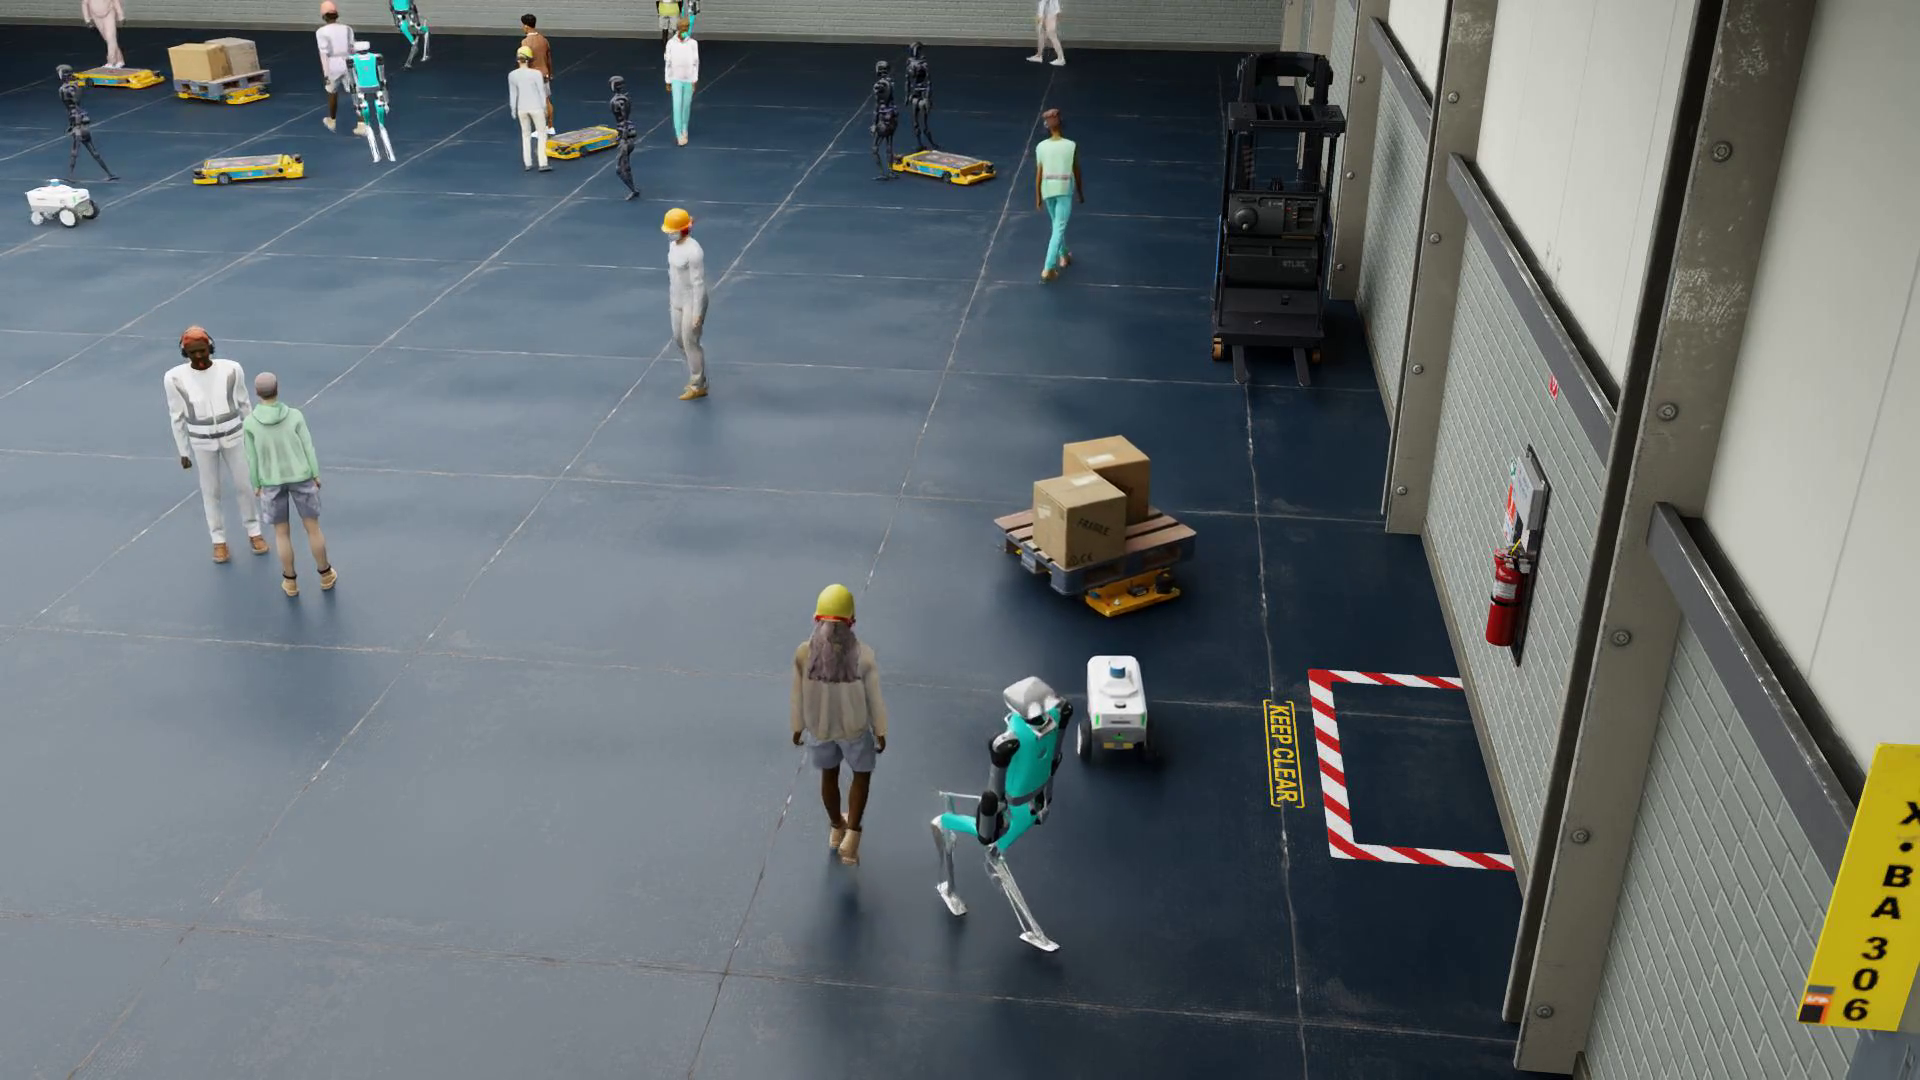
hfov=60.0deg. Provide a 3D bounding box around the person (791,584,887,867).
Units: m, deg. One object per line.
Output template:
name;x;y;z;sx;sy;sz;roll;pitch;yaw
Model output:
person;-0.687;1.064;9.366;0.548;1.748;0.585;2;27;4

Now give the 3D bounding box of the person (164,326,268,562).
person;-5.729;-0.750;12.833;0.582;1.883;0.339;-14;30;-26

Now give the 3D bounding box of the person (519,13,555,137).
person;-6.530;-7.176;25.702;0.398;1.849;0.770;10;28;20

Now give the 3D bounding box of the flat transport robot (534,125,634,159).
flat transport robot;-5.678;-6.015;25.146;0.659;0.231;1.431;17;31;31

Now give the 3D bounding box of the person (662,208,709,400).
person;-2.610;-2.241;15.846;0.418;1.882;0.606;-19;32;-33

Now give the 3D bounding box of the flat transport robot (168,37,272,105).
flat transport robot;-12.578;-7.634;28.378;1.431;0.231;0.659;12;29;23

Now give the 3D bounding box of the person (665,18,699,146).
person;-4.228;-7.010;25.365;0.509;1.863;0.906;-8;28;-15

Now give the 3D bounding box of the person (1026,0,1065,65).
person;1.589;-9.766;30.883;0.885;1.837;0.528;6;27;12

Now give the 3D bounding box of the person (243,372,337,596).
person;-4.978;-0.408;12.307;0.471;1.743;0.336;-10;28;-19

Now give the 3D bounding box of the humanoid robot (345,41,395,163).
humanoid robot;-8.595;-6.376;24.233;0.530;1.806;0.671;-11;29;-21

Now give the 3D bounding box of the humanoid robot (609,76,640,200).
humanoid robot;-4.527;-5.413;22.372;0.355;1.643;0.611;-9;28;-18

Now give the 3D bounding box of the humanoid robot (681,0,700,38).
humanoid robot;-5.222;-9.939;31.426;0.530;1.870;0.763;4;27;8

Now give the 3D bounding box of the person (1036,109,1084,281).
person;1.130;-4.035;19.360;0.519;1.921;1.058;11;29;21

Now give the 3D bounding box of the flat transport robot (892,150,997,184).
flat transport robot;-0.231;-5.340;23.798;1.431;0.231;0.659;21;33;35

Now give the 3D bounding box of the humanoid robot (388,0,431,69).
humanoid robot;-10.077;-9.532;30.577;0.556;1.736;1.060;7;27;14

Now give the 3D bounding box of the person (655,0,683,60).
person;-5.475;-9.927;31.365;0.531;1.692;0.319;4;27;8

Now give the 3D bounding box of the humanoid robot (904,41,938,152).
humanoid robot;-0.577;-6.611;24.786;0.467;1.641;0.612;-21;33;-36

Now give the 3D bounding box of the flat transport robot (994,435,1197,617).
flat transport robot;1.005;0.159;12.820;0.659;0.231;1.431;-15;30;-27

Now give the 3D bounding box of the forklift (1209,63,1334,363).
forklift;3.241;-3.477;17.183;1.129;2.768;1.873;3;27;6

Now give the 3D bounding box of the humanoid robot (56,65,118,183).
humanoid robot;-12.290;-5.766;23.132;0.779;1.631;0.599;-18;32;-32

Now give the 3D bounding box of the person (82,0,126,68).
person;-15.650;-9.484;30.299;0.666;1.857;0.956;4;27;7

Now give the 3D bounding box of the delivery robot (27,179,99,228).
delivery robot;-11.639;-4.363;21.526;0.791;0.592;0.499;4;27;8

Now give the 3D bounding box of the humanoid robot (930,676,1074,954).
humanoid robot;0.123;1.366;8.821;0.567;1.721;1.026;-24;35;-39

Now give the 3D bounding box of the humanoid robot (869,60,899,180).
humanoid robot;-1.056;-5.887;23.320;0.332;1.650;0.589;10;28;20

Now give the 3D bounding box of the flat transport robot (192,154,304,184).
flat transport robot;-10.120;-5.275;23.669;1.431;0.231;0.659;-8;28;-16

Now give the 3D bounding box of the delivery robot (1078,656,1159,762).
delivery robot;1.004;1.060;10.695;0.499;0.587;0.782;0;27;1

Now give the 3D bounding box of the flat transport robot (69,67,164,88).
flat transport robot;-14.962;-8.192;29.493;1.431;0.231;0.659;5;27;11

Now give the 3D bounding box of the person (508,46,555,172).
person;-6.129;-6.122;23.710;0.619;1.741;0.476;6;27;11

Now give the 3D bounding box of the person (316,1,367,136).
person;-9.680;-7.331;25.855;1.018;1.986;0.663;23;35;38
